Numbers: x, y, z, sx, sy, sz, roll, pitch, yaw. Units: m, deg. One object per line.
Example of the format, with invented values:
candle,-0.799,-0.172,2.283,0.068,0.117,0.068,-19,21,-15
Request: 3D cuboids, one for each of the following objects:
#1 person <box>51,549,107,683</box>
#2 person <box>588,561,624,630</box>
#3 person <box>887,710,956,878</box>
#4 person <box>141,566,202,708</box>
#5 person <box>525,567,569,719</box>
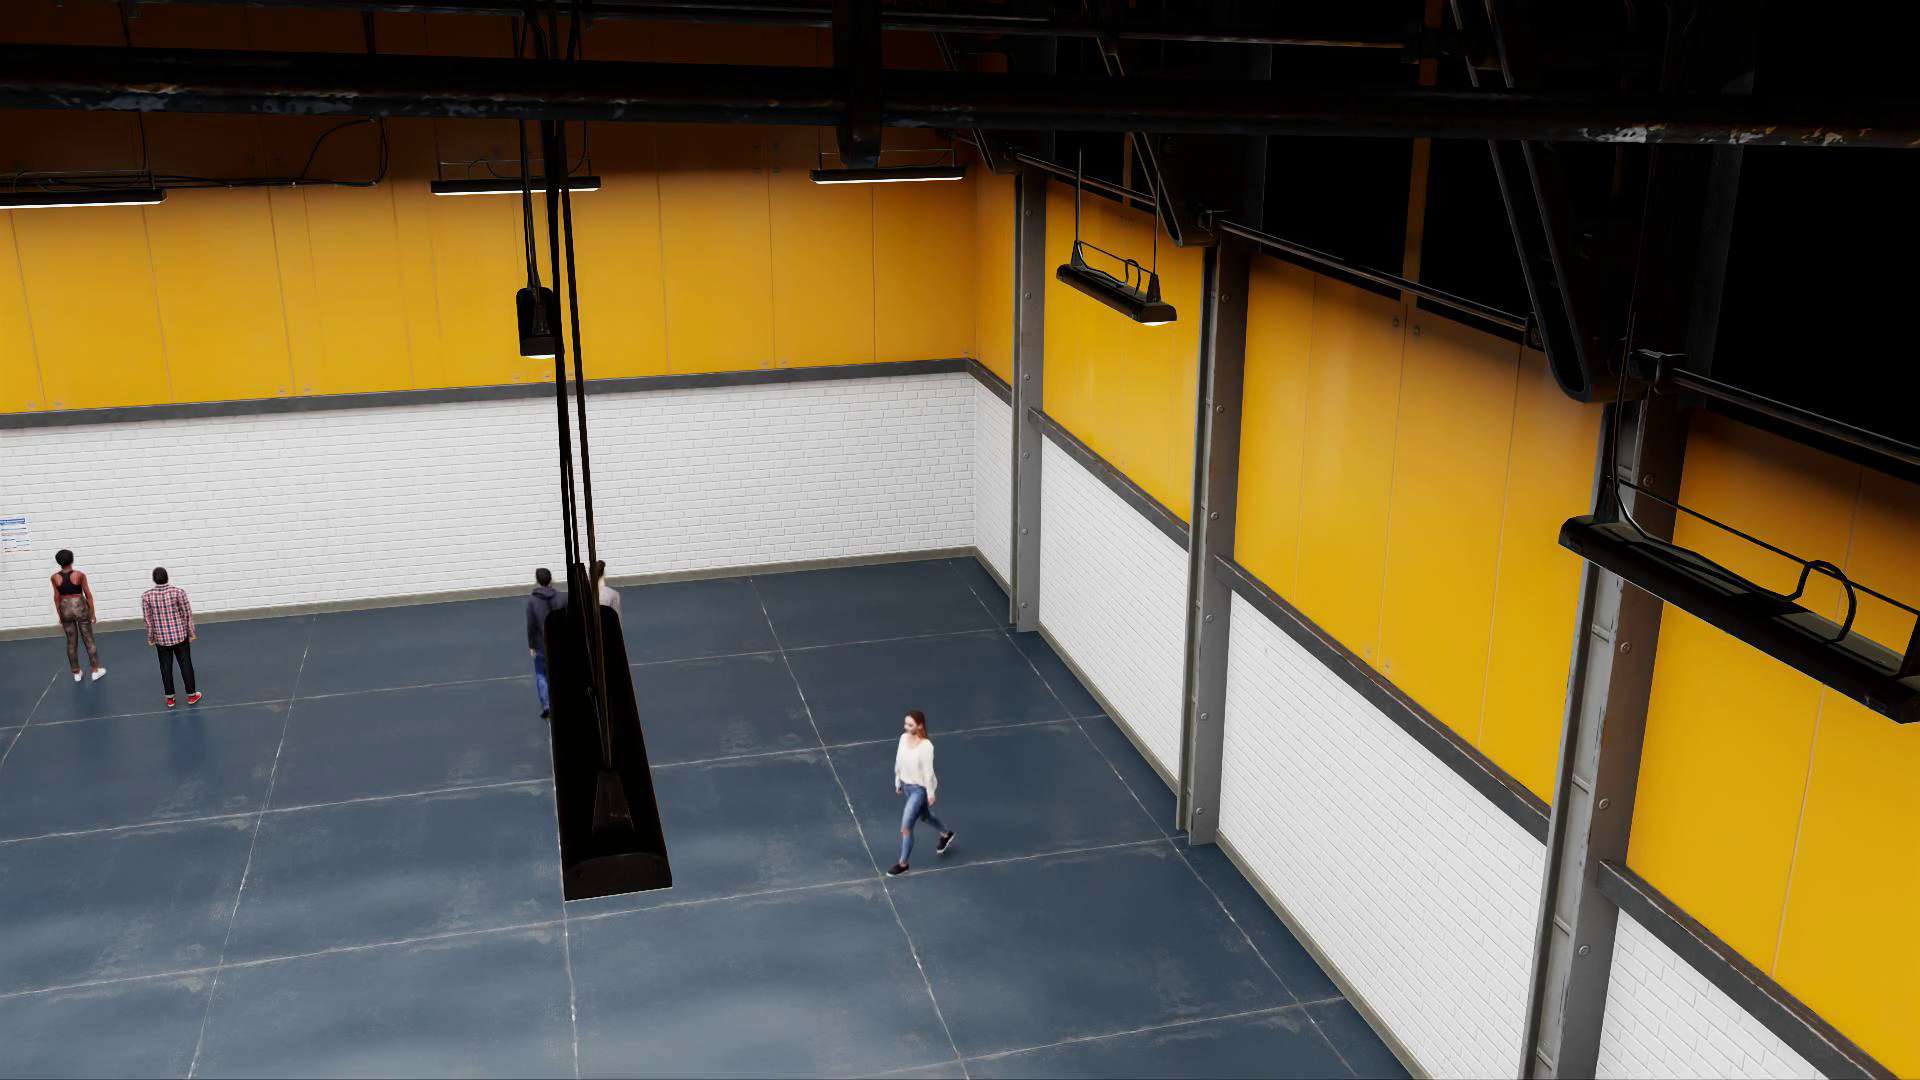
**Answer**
person,-10.951,0.916,20.579,0.574,1.699,0.501,-5,19,-13
person,-4.209,1.202,19.448,0.773,1.879,0.848,-1,19,-3
person,-0.362,2.420,16.179,0.995,1.659,1.137,-14,23,-35
person,-9.418,1.131,19.848,0.697,1.759,0.624,-6,20,-18
person,-4.733,1.249,19.312,0.722,1.877,0.702,-8,20,-21
